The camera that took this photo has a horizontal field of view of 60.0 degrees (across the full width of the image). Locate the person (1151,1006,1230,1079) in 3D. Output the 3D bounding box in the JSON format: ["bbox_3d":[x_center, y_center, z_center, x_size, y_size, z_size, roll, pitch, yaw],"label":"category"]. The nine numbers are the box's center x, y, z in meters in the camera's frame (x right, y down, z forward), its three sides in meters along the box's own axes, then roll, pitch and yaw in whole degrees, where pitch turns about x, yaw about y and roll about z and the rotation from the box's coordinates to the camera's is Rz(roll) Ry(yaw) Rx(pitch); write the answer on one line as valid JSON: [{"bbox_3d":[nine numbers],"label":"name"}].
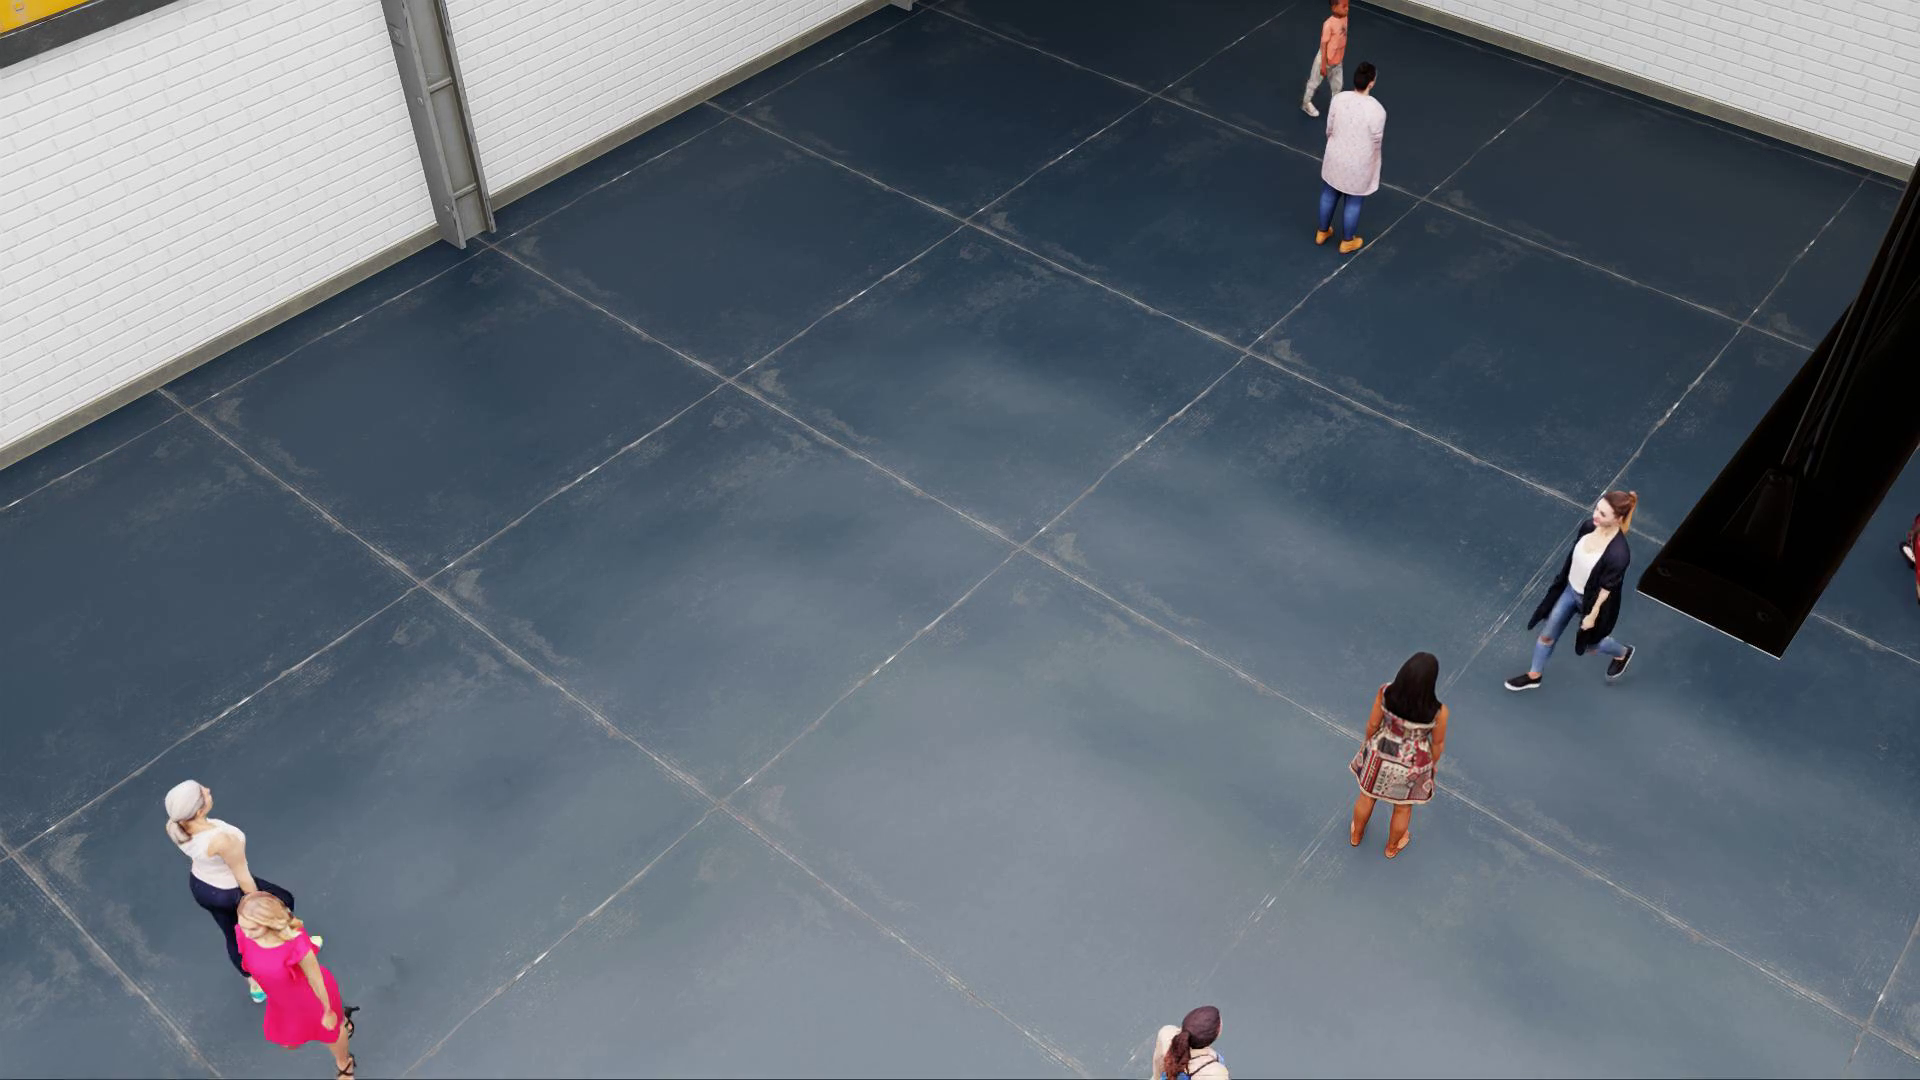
[{"bbox_3d":[1.032,2.742,7.968,0.894,1.593,0.624,-32,52,-29],"label":"person"}]

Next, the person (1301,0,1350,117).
[{"bbox_3d":[3.491,-4.634,15.938,0.859,1.279,0.712,-25,49,-24],"label":"person"}]

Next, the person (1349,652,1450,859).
[{"bbox_3d":[2.507,1.231,9.516,0.699,1.645,0.617,19,47,18],"label":"person"}]

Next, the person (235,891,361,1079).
[{"bbox_3d":[-3.286,2.225,8.419,0.739,1.719,0.840,9,44,9],"label":"person"}]

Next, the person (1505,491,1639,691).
[{"bbox_3d":[4.004,0.359,10.420,1.162,1.659,0.987,-12,45,-13],"label":"person"}]

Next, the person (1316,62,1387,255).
[{"bbox_3d":[3.320,-3.266,14.166,0.692,1.742,0.617,32,52,29],"label":"person"}]

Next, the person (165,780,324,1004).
[{"bbox_3d":[-3.902,1.920,8.759,0.724,1.692,0.782,16,46,16],"label":"person"}]
